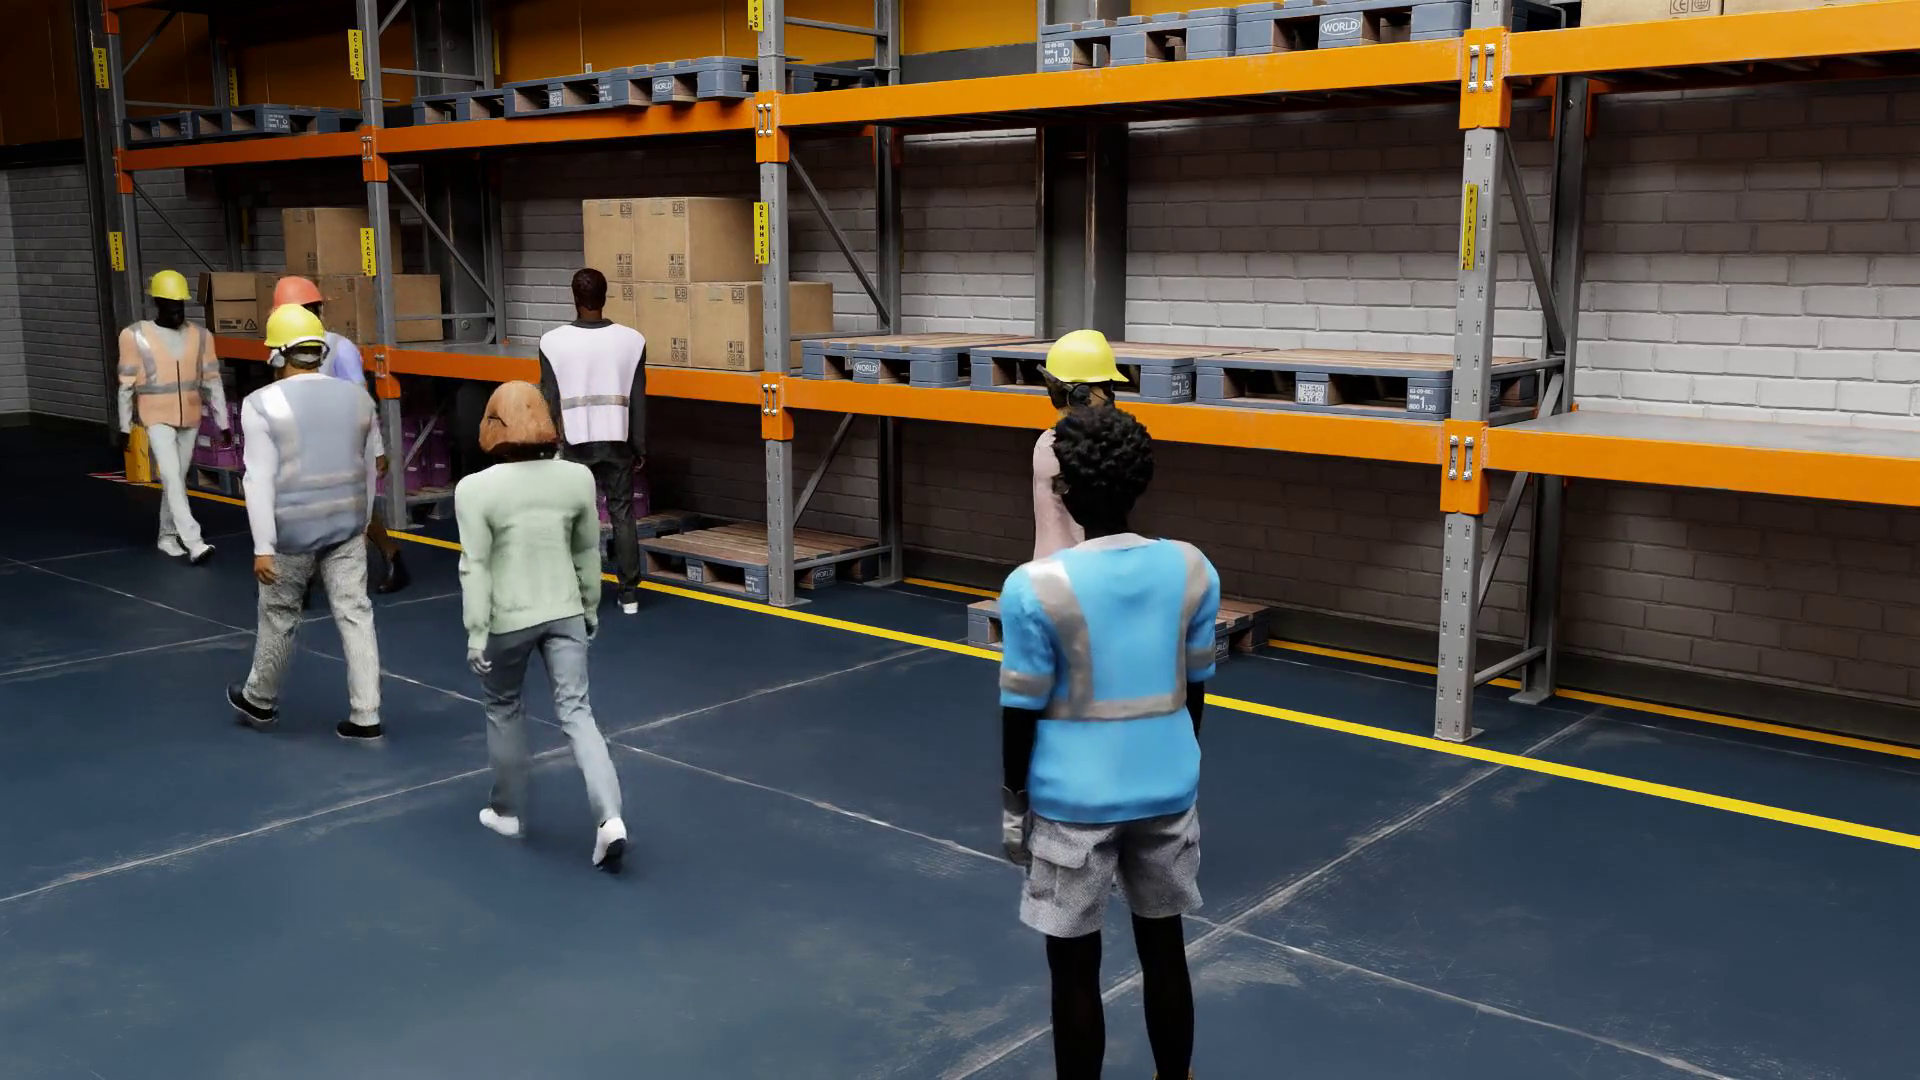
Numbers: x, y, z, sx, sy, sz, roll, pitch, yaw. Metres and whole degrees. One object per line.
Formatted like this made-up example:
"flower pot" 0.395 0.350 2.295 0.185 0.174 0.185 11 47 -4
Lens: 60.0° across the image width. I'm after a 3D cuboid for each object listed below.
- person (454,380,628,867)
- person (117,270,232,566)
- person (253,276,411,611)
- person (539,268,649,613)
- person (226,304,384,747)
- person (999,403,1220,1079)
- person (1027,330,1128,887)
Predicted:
"person" -1.382 0.273 5.495 0.508 1.598 0.832 -7 12 -36
"person" -5.001 -0.777 10.664 0.981 1.872 0.608 8 13 38
"person" -3.546 -0.553 9.444 0.603 1.868 1.015 7 12 34
"person" -2.000 -0.525 9.140 0.589 1.913 0.378 -4 11 -22
"person" -2.717 -0.064 6.848 0.897 1.789 0.619 8 13 39
"person" 0.321 0.556 3.615 0.538 1.698 0.319 -5 11 -25
"person" 0.373 0.217 5.328 0.309 1.769 0.523 -2 10 -12
